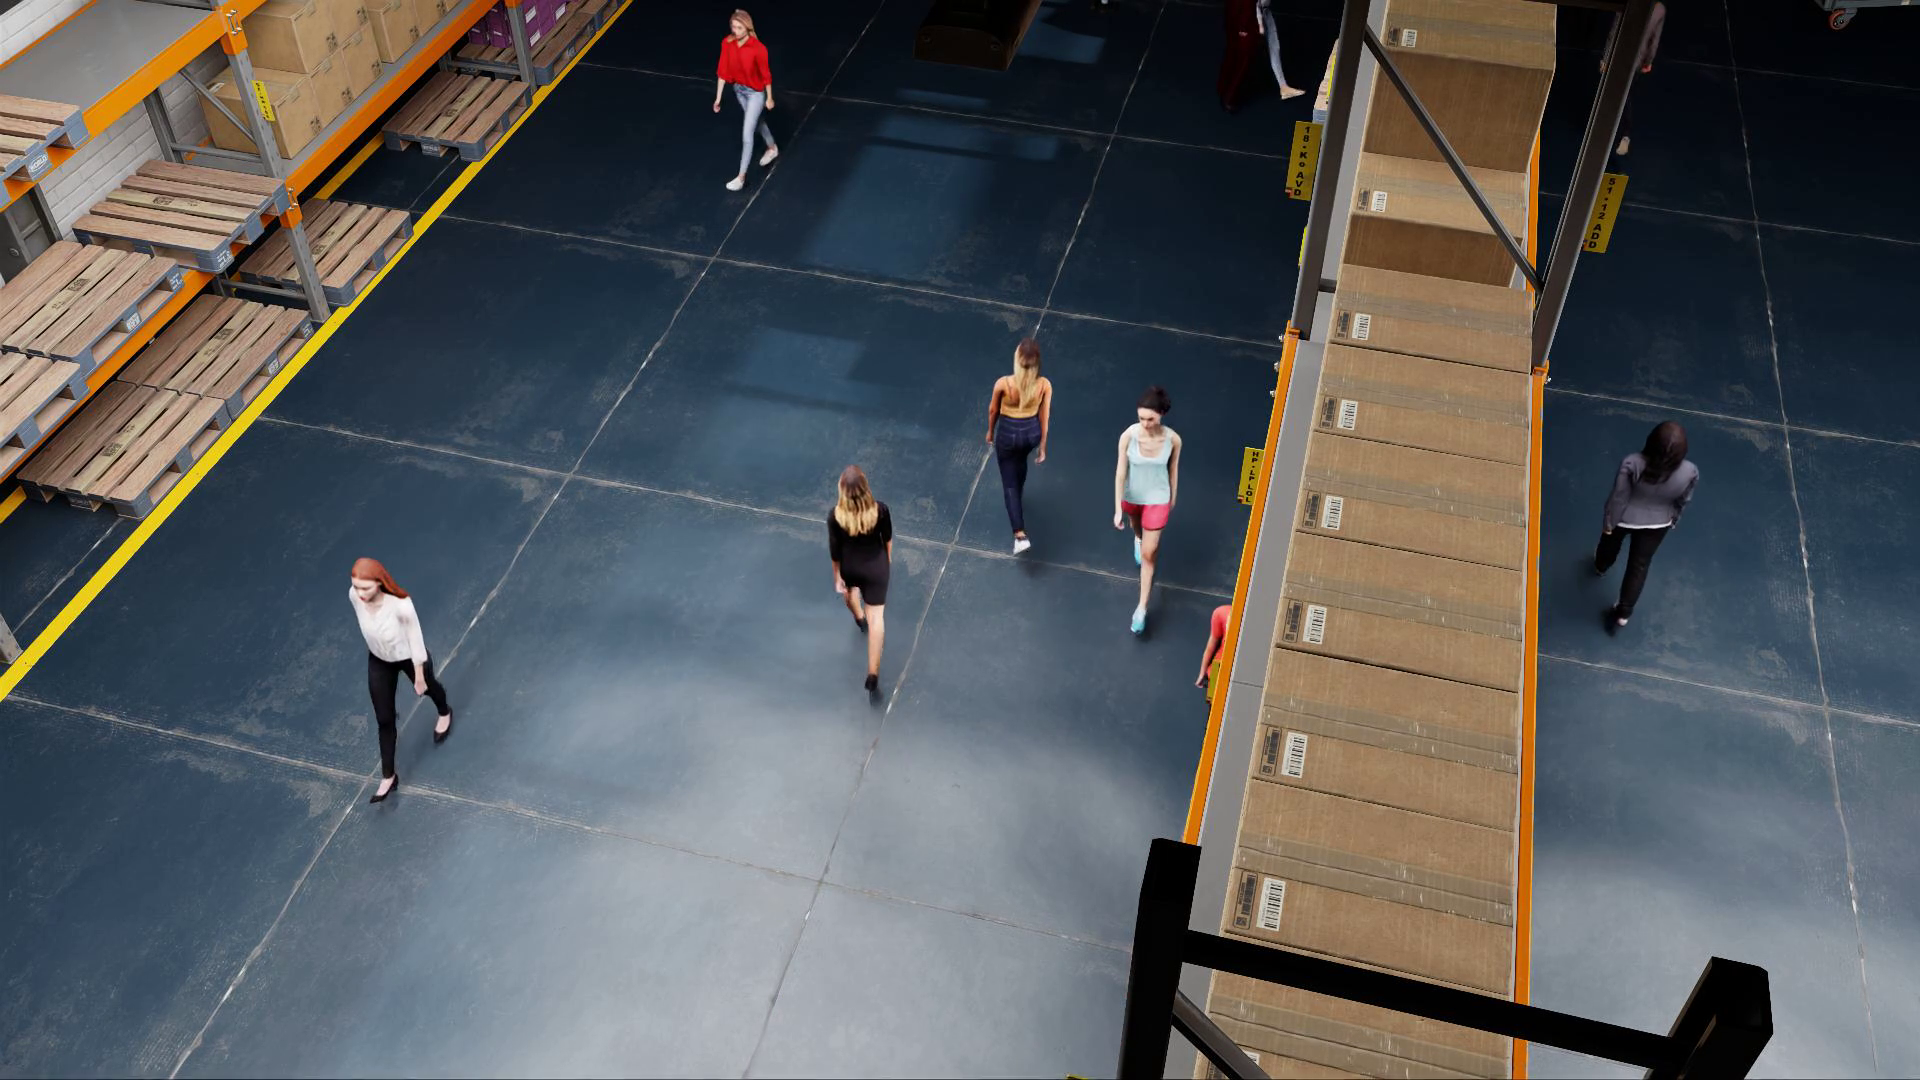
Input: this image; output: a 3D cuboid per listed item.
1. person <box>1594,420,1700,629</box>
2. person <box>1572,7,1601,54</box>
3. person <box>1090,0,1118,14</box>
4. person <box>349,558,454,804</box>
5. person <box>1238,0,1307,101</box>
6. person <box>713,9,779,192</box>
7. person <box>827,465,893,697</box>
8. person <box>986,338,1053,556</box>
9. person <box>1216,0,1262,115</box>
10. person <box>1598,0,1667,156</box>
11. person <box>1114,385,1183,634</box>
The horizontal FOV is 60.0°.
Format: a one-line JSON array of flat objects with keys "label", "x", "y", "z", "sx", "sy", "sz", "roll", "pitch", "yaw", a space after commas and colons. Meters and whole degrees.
[{"label": "person", "x": 4.527, "y": -0.108, "z": 11.065, "sx": 0.670, "sy": 1.561, "sz": 1.028, "roll": 9, "pitch": 44, "yaw": 9}, {"label": "person", "x": 6.507, "y": -5.883, "z": 17.048, "sx": 0.649, "sy": 1.670, "sz": 0.693, "roll": 14, "pitch": 45, "yaw": 14}, {"label": "person", "x": 1.530, "y": -6.243, "z": 17.771, "sx": 0.555, "sy": 1.194, "sz": 0.575, "roll": 33, "pitch": 53, "yaw": 30}, {"label": "person", "x": -3.348, "y": 0.694, "z": 10.109, "sx": 0.612, "sy": 1.719, "sz": 1.065, "roll": 11, "pitch": 45, "yaw": 11}, {"label": "person", "x": 2.795, "y": -5.102, "z": 16.167, "sx": 0.947, "sy": 1.754, "sz": 1.136, "roll": 23, "pitch": 48, "yaw": 23}, {"label": "person", "x": -1.875, "y": -4.078, "z": 15.170, "sx": 0.818, "sy": 1.648, "sz": 1.189, "roll": 21, "pitch": 48, "yaw": 21}, {"label": "person", "x": -0.611, "y": 0.263, "z": 10.620, "sx": 0.788, "sy": 1.636, "sz": 1.134, "roll": -3, "pitch": 44, "yaw": -3}, {"label": "person", "x": 0.427, "y": -0.641, "z": 11.601, "sx": 0.913, "sy": 1.593, "sz": 1.192, "roll": -8, "pitch": 44, "yaw": -9}, {"label": "person", "x": 2.686, "y": -4.988, "z": 16.076, "sx": 0.980, "sy": 1.715, "sz": 0.840, "roll": -1, "pitch": 44, "yaw": -1}, {"label": "person", "x": 6.202, "y": -4.404, "z": 15.435, "sx": 0.806, "sy": 1.753, "sz": 1.040, "roll": 3, "pitch": 44, "yaw": 3}, {"label": "person", "x": 1.231, "y": -0.333, "z": 11.192, "sx": 0.624, "sy": 1.712, "sz": 1.236, "roll": 6, "pitch": 44, "yaw": 6}]
